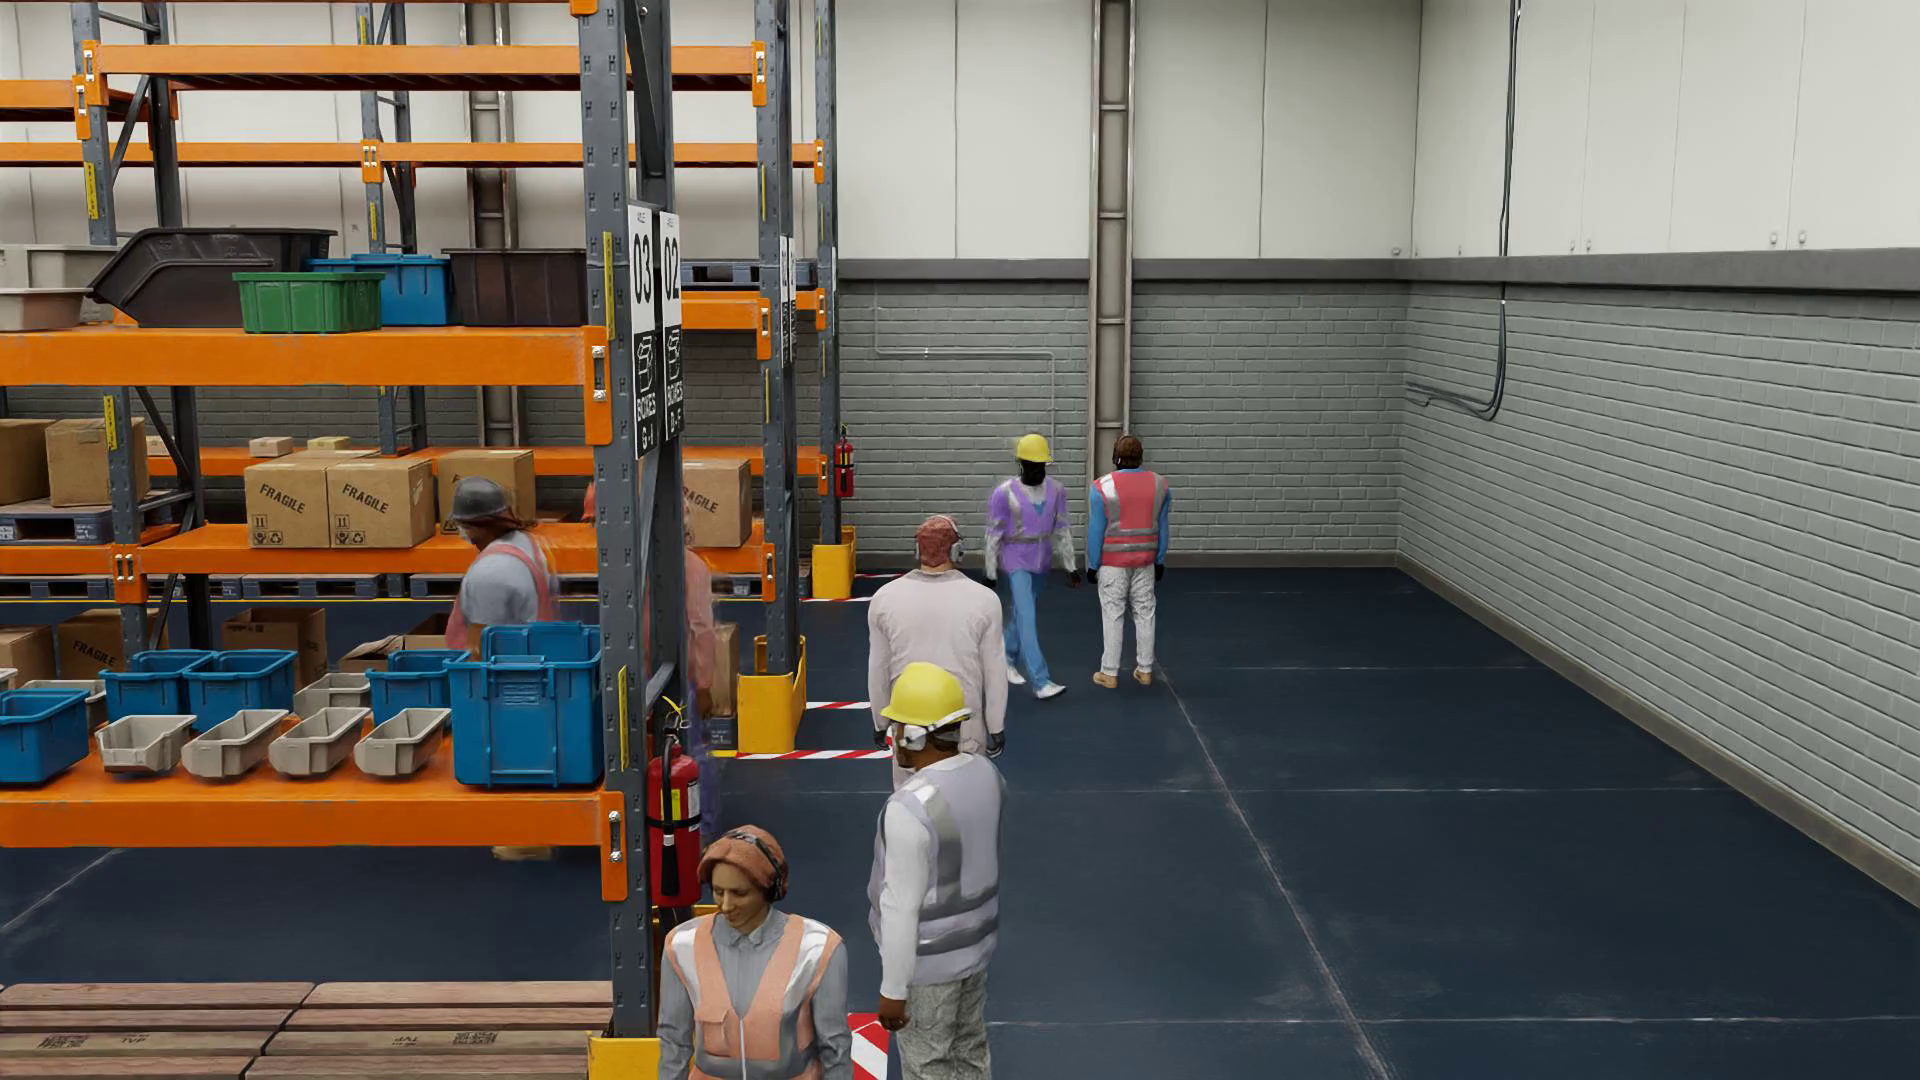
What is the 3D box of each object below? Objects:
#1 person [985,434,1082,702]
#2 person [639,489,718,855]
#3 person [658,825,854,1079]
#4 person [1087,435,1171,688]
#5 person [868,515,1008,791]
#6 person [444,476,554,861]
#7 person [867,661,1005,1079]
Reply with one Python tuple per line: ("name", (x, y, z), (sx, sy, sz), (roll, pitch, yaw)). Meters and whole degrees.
("person", (0.502, 0.179, 11.838), (0.594, 1.875, 1.003), (-7, 11, -35))
("person", (-1.488, 0.684, 8.523), (0.674, 1.941, 0.527), (7, 12, 39))
("person", (-0.528, 1.525, 4.329), (0.525, 1.631, 0.320), (2, 9, 10))
("person", (1.206, 0.155, 12.085), (0.633, 1.843, 0.429), (-3, 10, -18))
("person", (-0.095, 0.829, 7.759), (0.651, 1.904, 0.401), (1, 9, 9))
("person", (-2.350, 0.651, 8.430), (0.574, 2.000, 0.703), (1, 9, 4))
("person", (-0.088, 1.284, 5.235), (0.404, 1.826, 0.596), (5, 11, 28))
